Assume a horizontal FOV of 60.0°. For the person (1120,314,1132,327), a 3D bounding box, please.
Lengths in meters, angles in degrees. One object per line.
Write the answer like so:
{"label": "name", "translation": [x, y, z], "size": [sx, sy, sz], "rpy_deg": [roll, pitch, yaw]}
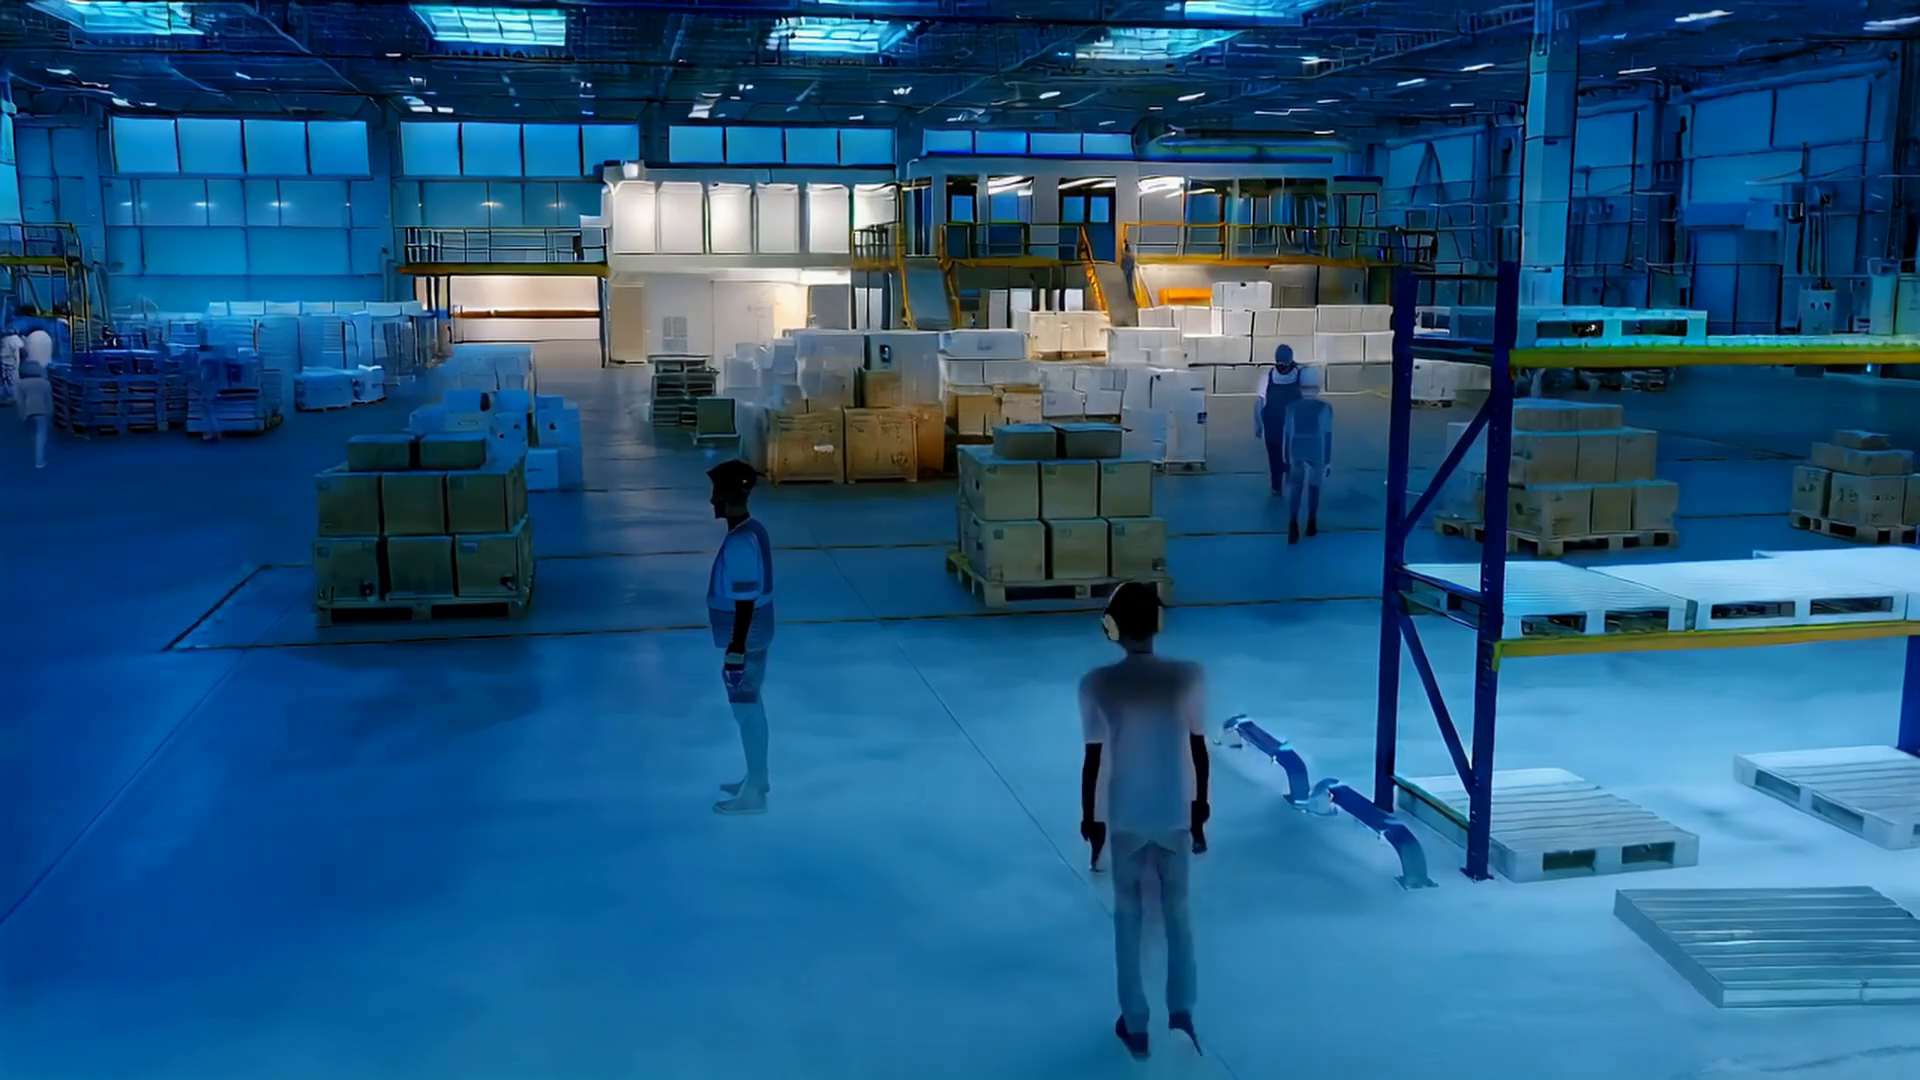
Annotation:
{"label": "person", "translation": [4.238, -4.885, 42.675], "size": [0.521, 1.810, 0.507], "rpy_deg": [-8, 12, -41]}

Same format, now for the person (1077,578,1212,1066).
{"label": "person", "translation": [0.710, 1.078, 6.232], "size": [0.537, 1.836, 0.603], "rpy_deg": [-1, 9, -3]}

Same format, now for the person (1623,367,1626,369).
{"label": "person", "translation": [18.651, -5.601, 46.854], "size": [0.311, 1.864, 0.533], "rpy_deg": [1, 9, 4]}

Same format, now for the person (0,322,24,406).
{"label": "person", "translation": [-20.600, -3.806, 36.051], "size": [0.604, 1.824, 0.403], "rpy_deg": [5, 11, 30]}

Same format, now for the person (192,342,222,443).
{"label": "person", "translation": [-12.870, -2.502, 28.375], "size": [0.526, 1.723, 0.505], "rpy_deg": [2, 10, 12]}

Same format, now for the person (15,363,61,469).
{"label": "person", "translation": [-13.835, -1.866, 24.945], "size": [0.521, 1.580, 0.861], "rpy_deg": [-2, 10, -11]}

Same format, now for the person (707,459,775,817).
{"label": "person", "translation": [-1.204, 0.534, 9.143], "size": [0.361, 1.964, 0.617], "rpy_deg": [0, 9, 0]}

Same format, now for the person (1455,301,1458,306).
{"label": "person", "translation": [17.527, -7.510, 58.596], "size": [0.634, 1.826, 0.443], "rpy_deg": [-3, 10, -19]}

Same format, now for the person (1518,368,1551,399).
{"label": "person", "translation": [11.641, -3.474, 33.793], "size": [1.013, 1.888, 0.637], "rpy_deg": [-6, 11, -33]}

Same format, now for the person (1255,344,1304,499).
{"label": "person", "translation": [4.151, -1.529, 21.497], "size": [0.695, 2.000, 0.632], "rpy_deg": [3, 10, 16]}

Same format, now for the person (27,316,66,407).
{"label": "person", "translation": [-19.379, -3.746, 35.225], "size": [0.629, 1.965, 0.798], "rpy_deg": [2, 9, 9]}

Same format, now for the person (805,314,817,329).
{"label": "person", "translation": [-3.418, -4.311, 38.851], "size": [0.870, 1.914, 0.544], "rpy_deg": [6, 11, 32]}

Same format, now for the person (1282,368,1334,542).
{"label": "person", "translation": [3.808, -0.932, 18.297], "size": [0.549, 1.907, 0.912], "rpy_deg": [3, 10, 17]}
